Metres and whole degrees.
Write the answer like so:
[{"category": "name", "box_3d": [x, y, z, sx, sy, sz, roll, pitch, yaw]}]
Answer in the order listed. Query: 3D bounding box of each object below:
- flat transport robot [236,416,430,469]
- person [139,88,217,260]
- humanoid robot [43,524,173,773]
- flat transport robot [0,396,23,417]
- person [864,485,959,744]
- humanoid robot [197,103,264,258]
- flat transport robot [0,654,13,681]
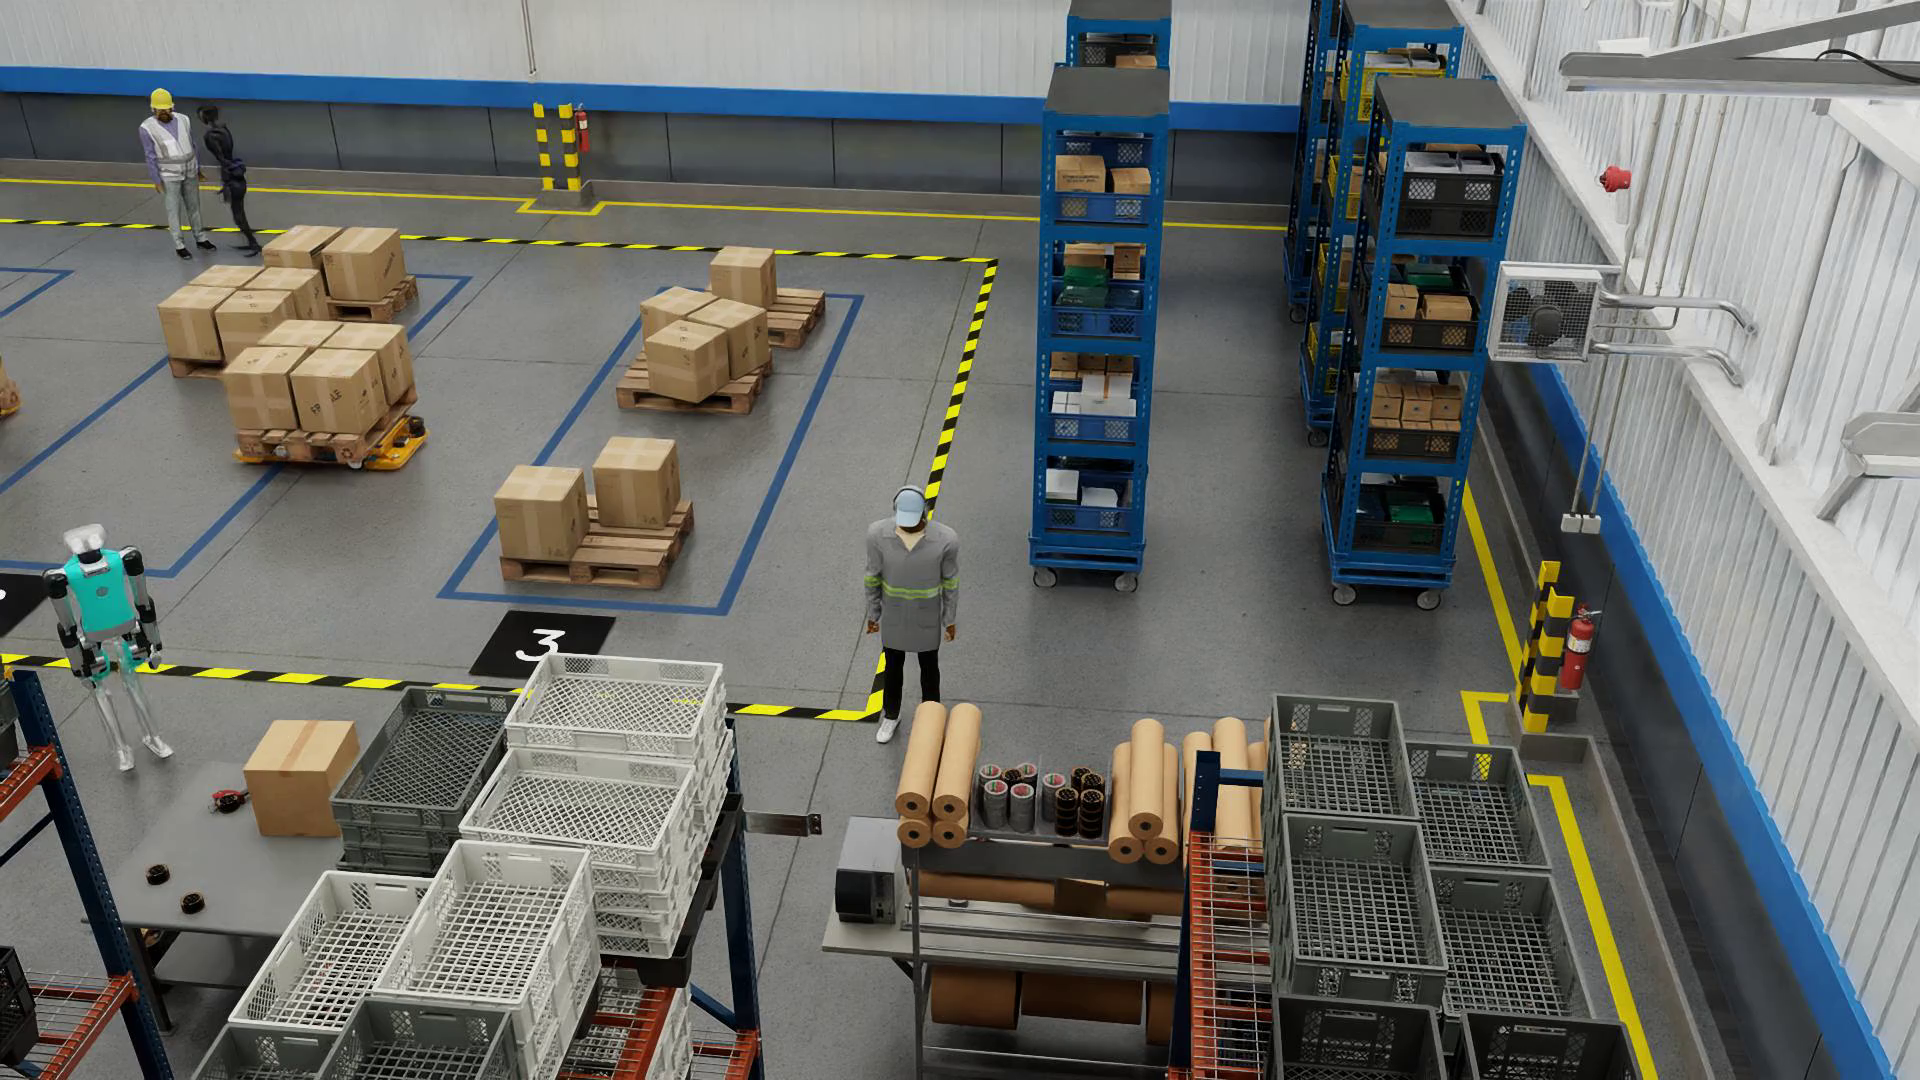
[{"category": "flat transport robot", "box_3d": [-5.324, -0.865, 14.131, 1.431, 0.197, 0.652, 3, 30, 6]}, {"category": "person", "box_3d": [-8.419, -3.954, 17.913, 0.403, 1.827, 0.594, 19, 35, 29]}, {"category": "humanoid robot", "box_3d": [-5.182, 0.640, 10.131, 0.535, 1.810, 0.770, -22, 37, -33]}, {"category": "flat transport robot", "box_3d": [-8.818, -0.969, 14.310, 0.652, 0.197, 1.431, 3, 30, 6]}, {"category": "person", "box_3d": [-0.304, 0.467, 10.302, 0.587, 1.848, 0.398, 3, 30, 5]}, {"category": "humanoid robot", "box_3d": [-7.854, -3.898, 17.977, 0.438, 1.639, 0.611, -9, 31, -15]}, {"category": "flat transport robot", "box_3d": [-7.142, 0.969, 11.010, 1.431, 0.231, 0.659, 3, 30, 6]}]
